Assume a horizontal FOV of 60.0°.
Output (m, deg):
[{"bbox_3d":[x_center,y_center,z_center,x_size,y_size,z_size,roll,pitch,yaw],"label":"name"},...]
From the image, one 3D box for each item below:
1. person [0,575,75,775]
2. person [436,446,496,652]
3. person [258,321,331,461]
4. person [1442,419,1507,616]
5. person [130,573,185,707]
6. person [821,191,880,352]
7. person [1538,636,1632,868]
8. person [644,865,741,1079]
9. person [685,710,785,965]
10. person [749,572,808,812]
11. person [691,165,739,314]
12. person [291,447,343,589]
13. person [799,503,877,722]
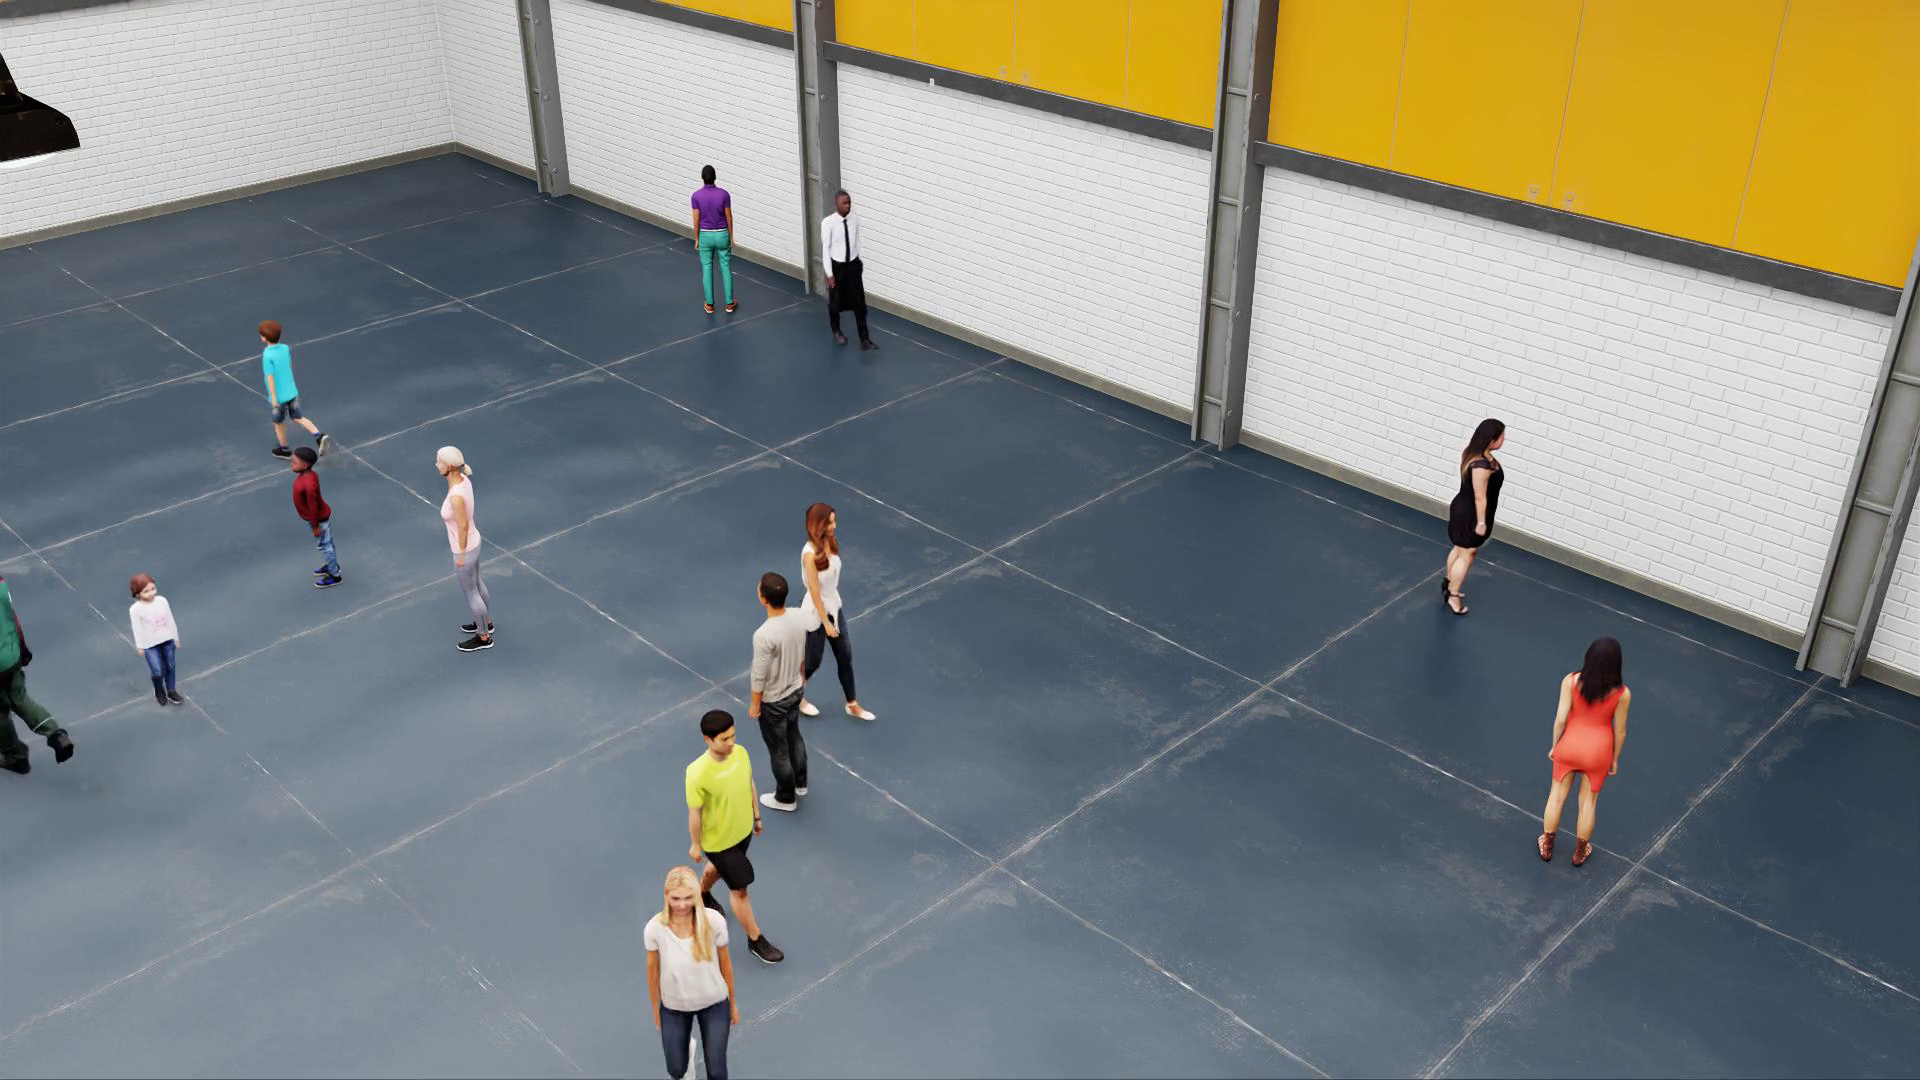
[{"bbox_3d":[-6.579,0.878,11.425,1.074,1.823,0.924,9,30,17],"label":"person"},{"bbox_3d":[-3.876,0.046,13.052,0.701,1.726,0.624,-4,29,-7],"label":"person"},{"bbox_3d":[-6.479,-1.421,16.049,0.944,1.431,0.752,9,30,16],"label":"person"},{"bbox_3d":[4.145,-0.199,13.516,0.793,1.711,0.750,3,29,6],"label":"person"},{"bbox_3d":[-6.045,0.729,12.446,0.502,1.106,0.470,21,35,33],"label":"person"},{"bbox_3d":[-1.359,-3.039,18.626,0.864,1.805,1.192,-16,32,-27],"label":"person"},{"bbox_3d":[3.999,1.356,10.658,0.589,1.719,0.716,11,31,19],"label":"person"},{"bbox_3d":[-1.390,2.381,8.700,0.873,1.795,0.979,-5,29,-9],"label":"person"},{"bbox_3d":[-1.465,1.722,10.039,1.119,1.669,0.758,19,34,31],"label":"person"},{"bbox_3d":[-1.198,1.036,11.154,0.646,1.806,0.698,17,33,28],"label":"person"},{"bbox_3d":[-2.897,-3.554,19.609,0.727,1.767,0.761,-4,29,-7],"label":"person"},{"bbox_3d":[-5.415,-0.215,14.026,0.629,1.252,0.531,-10,30,-17],"label":"person"},{"bbox_3d":[-1.079,0.548,12.101,0.978,1.756,0.759,14,31,24],"label":"person"}]
